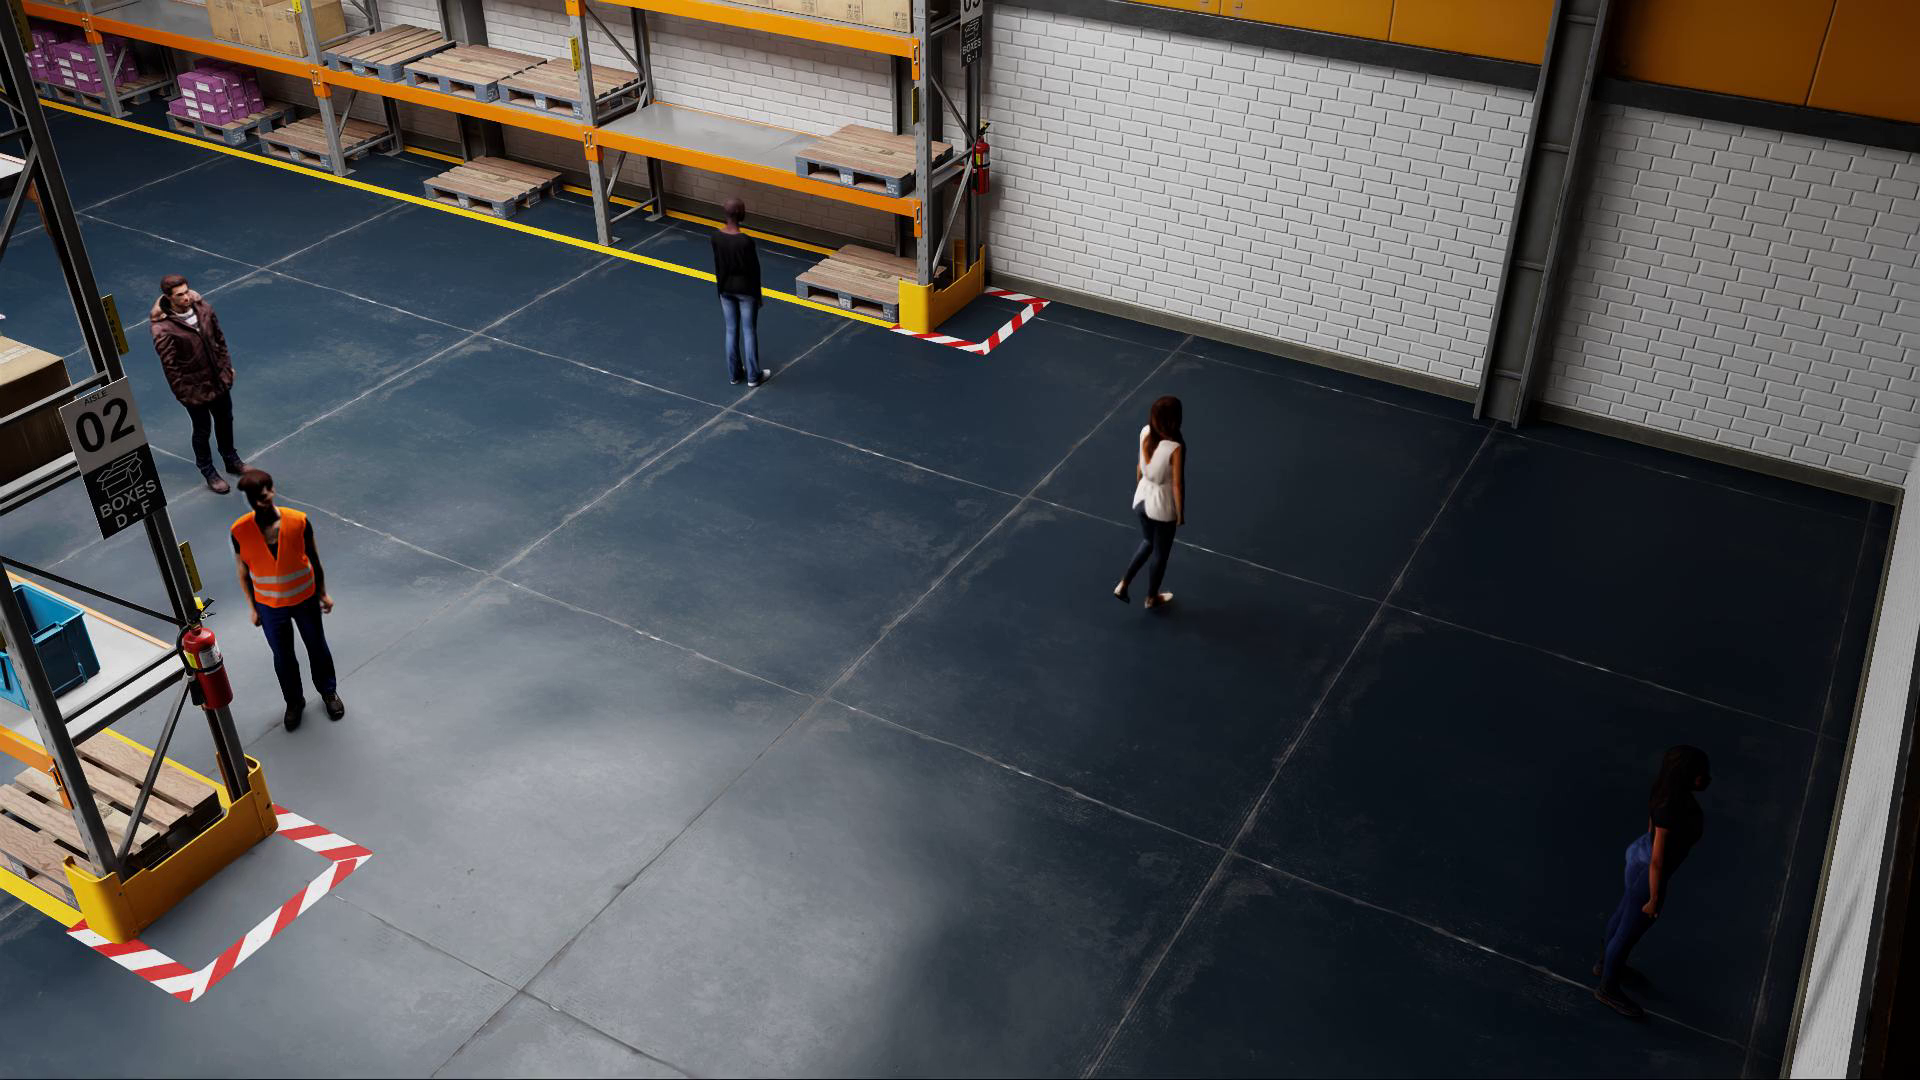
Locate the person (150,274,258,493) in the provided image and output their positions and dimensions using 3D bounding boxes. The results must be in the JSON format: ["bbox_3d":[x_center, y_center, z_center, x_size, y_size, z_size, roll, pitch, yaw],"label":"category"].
[{"bbox_3d":[-6.079,-1.287,13.325,0.682,1.846,0.768,15,36,21],"label":"person"}]

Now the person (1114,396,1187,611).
[{"bbox_3d":[1.327,-0.211,11.772,0.826,1.774,0.810,-22,40,-30],"label":"person"}]

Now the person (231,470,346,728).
[{"bbox_3d":[-4.382,0.351,10.824,0.788,1.888,0.835,-12,35,-17],"label":"person"}]

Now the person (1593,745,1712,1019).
[{"bbox_3d":[3.650,1.774,8.817,0.559,1.739,0.587,13,36,19],"label":"person"}]

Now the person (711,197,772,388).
[{"bbox_3d":[-1.970,-2.196,14.784,0.524,1.746,0.689,12,35,17],"label":"person"}]
